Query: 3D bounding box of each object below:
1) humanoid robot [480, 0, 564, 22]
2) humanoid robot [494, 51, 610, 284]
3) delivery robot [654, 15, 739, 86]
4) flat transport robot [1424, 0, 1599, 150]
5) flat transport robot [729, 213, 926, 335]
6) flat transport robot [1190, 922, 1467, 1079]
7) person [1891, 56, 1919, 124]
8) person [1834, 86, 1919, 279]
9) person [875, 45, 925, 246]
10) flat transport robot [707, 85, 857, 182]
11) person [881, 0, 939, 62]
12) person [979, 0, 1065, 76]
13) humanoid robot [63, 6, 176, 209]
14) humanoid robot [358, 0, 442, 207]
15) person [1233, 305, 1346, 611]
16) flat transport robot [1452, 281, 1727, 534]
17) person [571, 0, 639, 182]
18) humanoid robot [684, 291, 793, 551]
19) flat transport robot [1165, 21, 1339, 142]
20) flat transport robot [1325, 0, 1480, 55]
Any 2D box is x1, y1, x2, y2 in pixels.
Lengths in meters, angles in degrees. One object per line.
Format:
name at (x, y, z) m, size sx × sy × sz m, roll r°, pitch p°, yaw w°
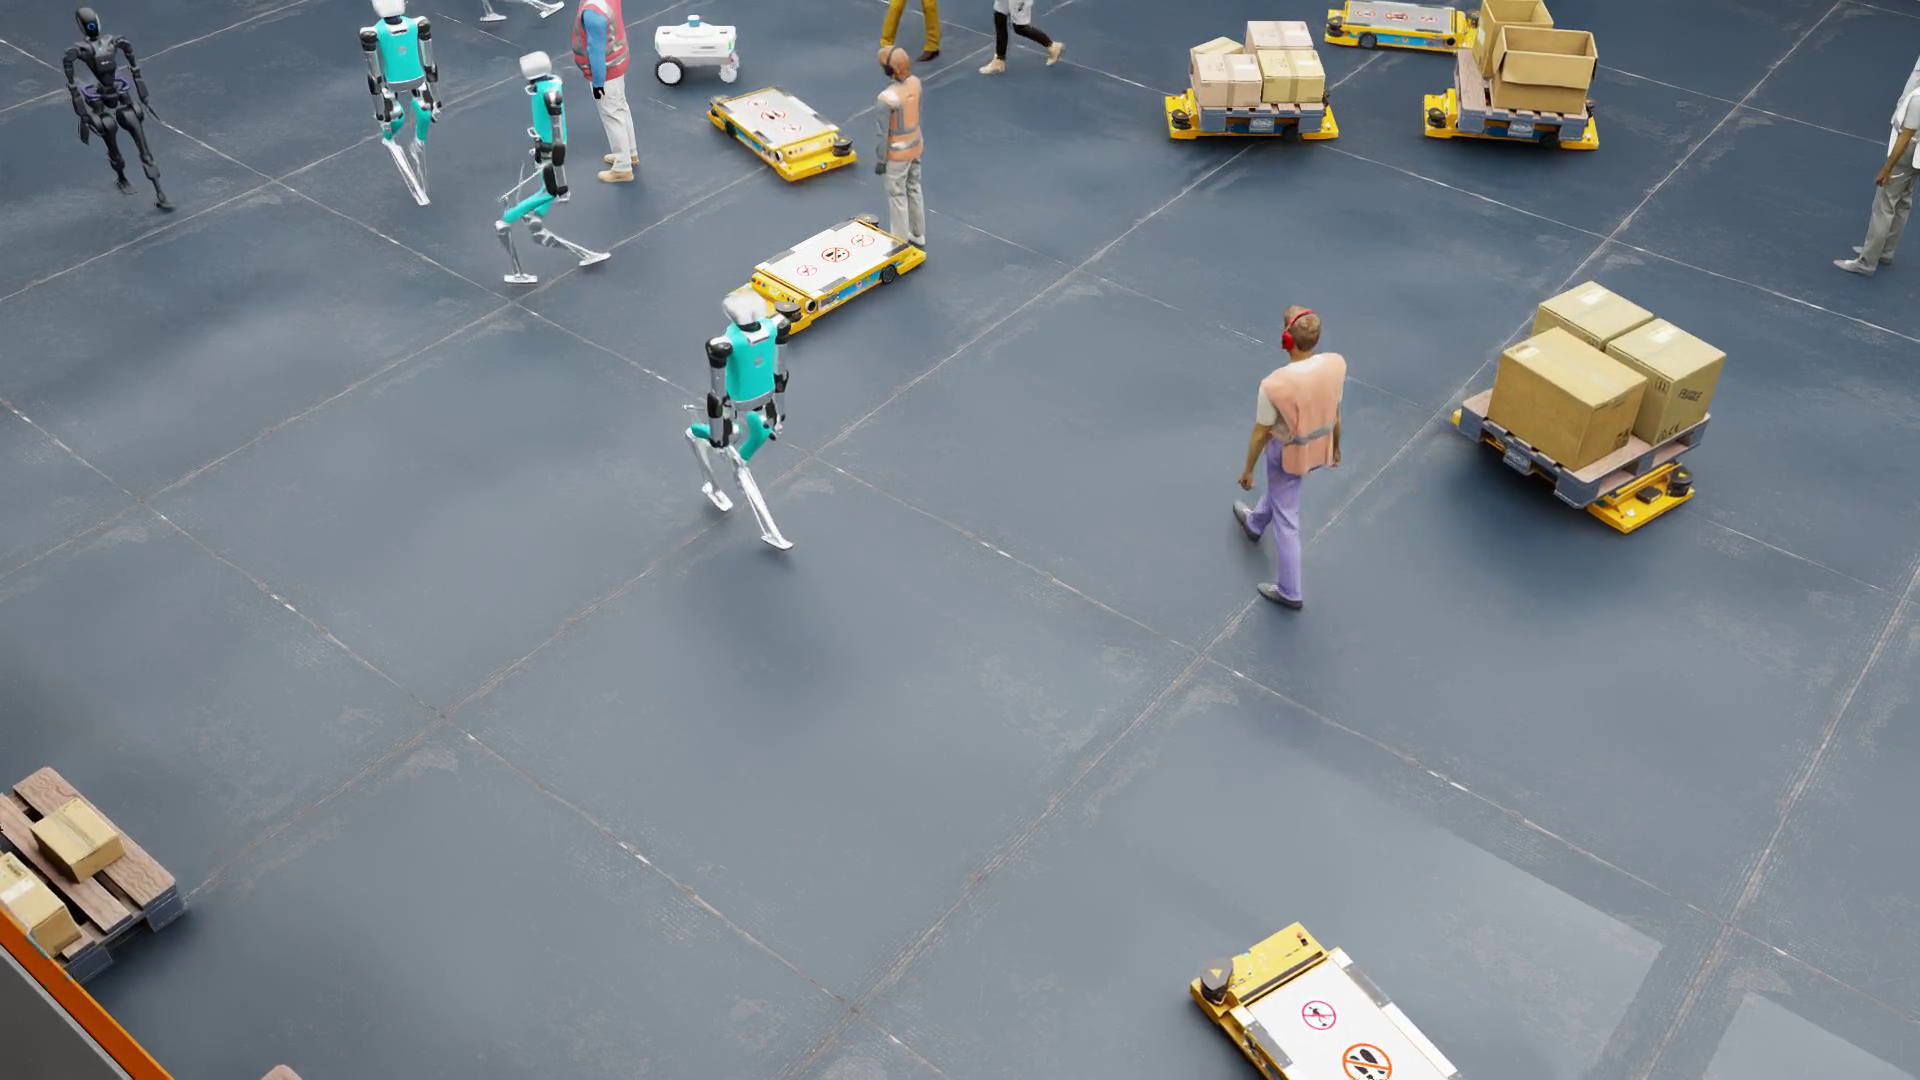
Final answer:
humanoid robot at (-4.336, -5.605, 15.551) m, size 1.030 × 1.736 × 0.548 m, roll -16°, pitch 43°, yaw -18°
humanoid robot at (-3.154, -2.624, 12.060) m, size 0.983 × 1.764 × 0.560 m, roll -17°, pitch 43°, yaw -19°
delivery robot at (-2.400, -4.463, 15.103) m, size 0.793 × 0.590 × 0.499 m, roll 0°, pitch 40°, yaw 0°
flat transport robot at (4.756, -3.647, 14.369) m, size 1.431 × 0.231 × 0.659 m, roll 7°, pitch 41°, yaw 8°
flat transport robot at (-0.979, -2.005, 12.437) m, size 0.659 × 0.231 × 1.431 m, roll 31°, pitch 49°, yaw 31°
flat transport robot at (1.718, 2.322, 7.347) m, size 0.659 × 0.231 × 1.431 m, roll -22°, pitch 45°, yaw -24°
person at (8.301, -4.211, 13.903) m, size 0.321 × 1.728 × 0.490 m, roll -10°, pitch 41°, yaw -11°
person at (6.936, -2.783, 12.145) m, size 0.559 × 1.835 × 0.380 m, roll -29°, pitch 48°, yaw -30°
person at (-0.445, -2.893, 12.435) m, size 0.327 × 1.624 × 0.514 m, roll 21°, pitch 45°, yaw 23°
flat transport robot at (-1.537, -3.494, 14.188) m, size 0.659 × 0.231 × 1.431 m, roll -24°, pitch 46°, yaw -26°
person at (-0.446, -5.169, 15.025) m, size 0.558 × 1.728 × 0.387 m, roll -3°, pitch 40°, yaw -3°
person at (0.563, -4.937, 14.797) m, size 0.700 × 1.666 × 0.534 m, roll -11°, pitch 42°, yaw -13°
humanoid robot at (-6.626, -3.382, 13.008) m, size 0.611 × 1.620 × 0.794 m, roll -32°, pitch 50°, yaw -32°
humanoid robot at (-4.359, -3.396, 13.037) m, size 0.541 × 1.905 × 0.726 m, roll -23°, pitch 45°, yaw -24°
person at (1.850, -0.534, 9.540) m, size 0.627 × 1.784 × 0.983 m, roll -22°, pitch 45°, yaw -24°
flat transport robot at (3.961, -0.589, 10.771) m, size 0.659 × 0.231 × 1.431 m, roll -24°, pitch 46°, yaw -26°
person at (-2.860, -3.773, 13.315) m, size 0.431 × 1.836 × 0.628 m, roll 0°, pitch 40°, yaw 0°
humanoid robot at (-1.360, -0.778, 9.884) m, size 0.559 × 1.746 × 1.037 m, roll -29°, pitch 48°, yaw -29°
flat transport robot at (2.525, -3.709, 14.441) m, size 1.431 × 0.231 × 0.659 m, roll 0°, pitch 40°, yaw 0°
flat transport robot at (4.217, -4.871, 15.808) m, size 1.431 × 0.231 × 0.659 m, roll 9°, pitch 41°, yaw 10°
